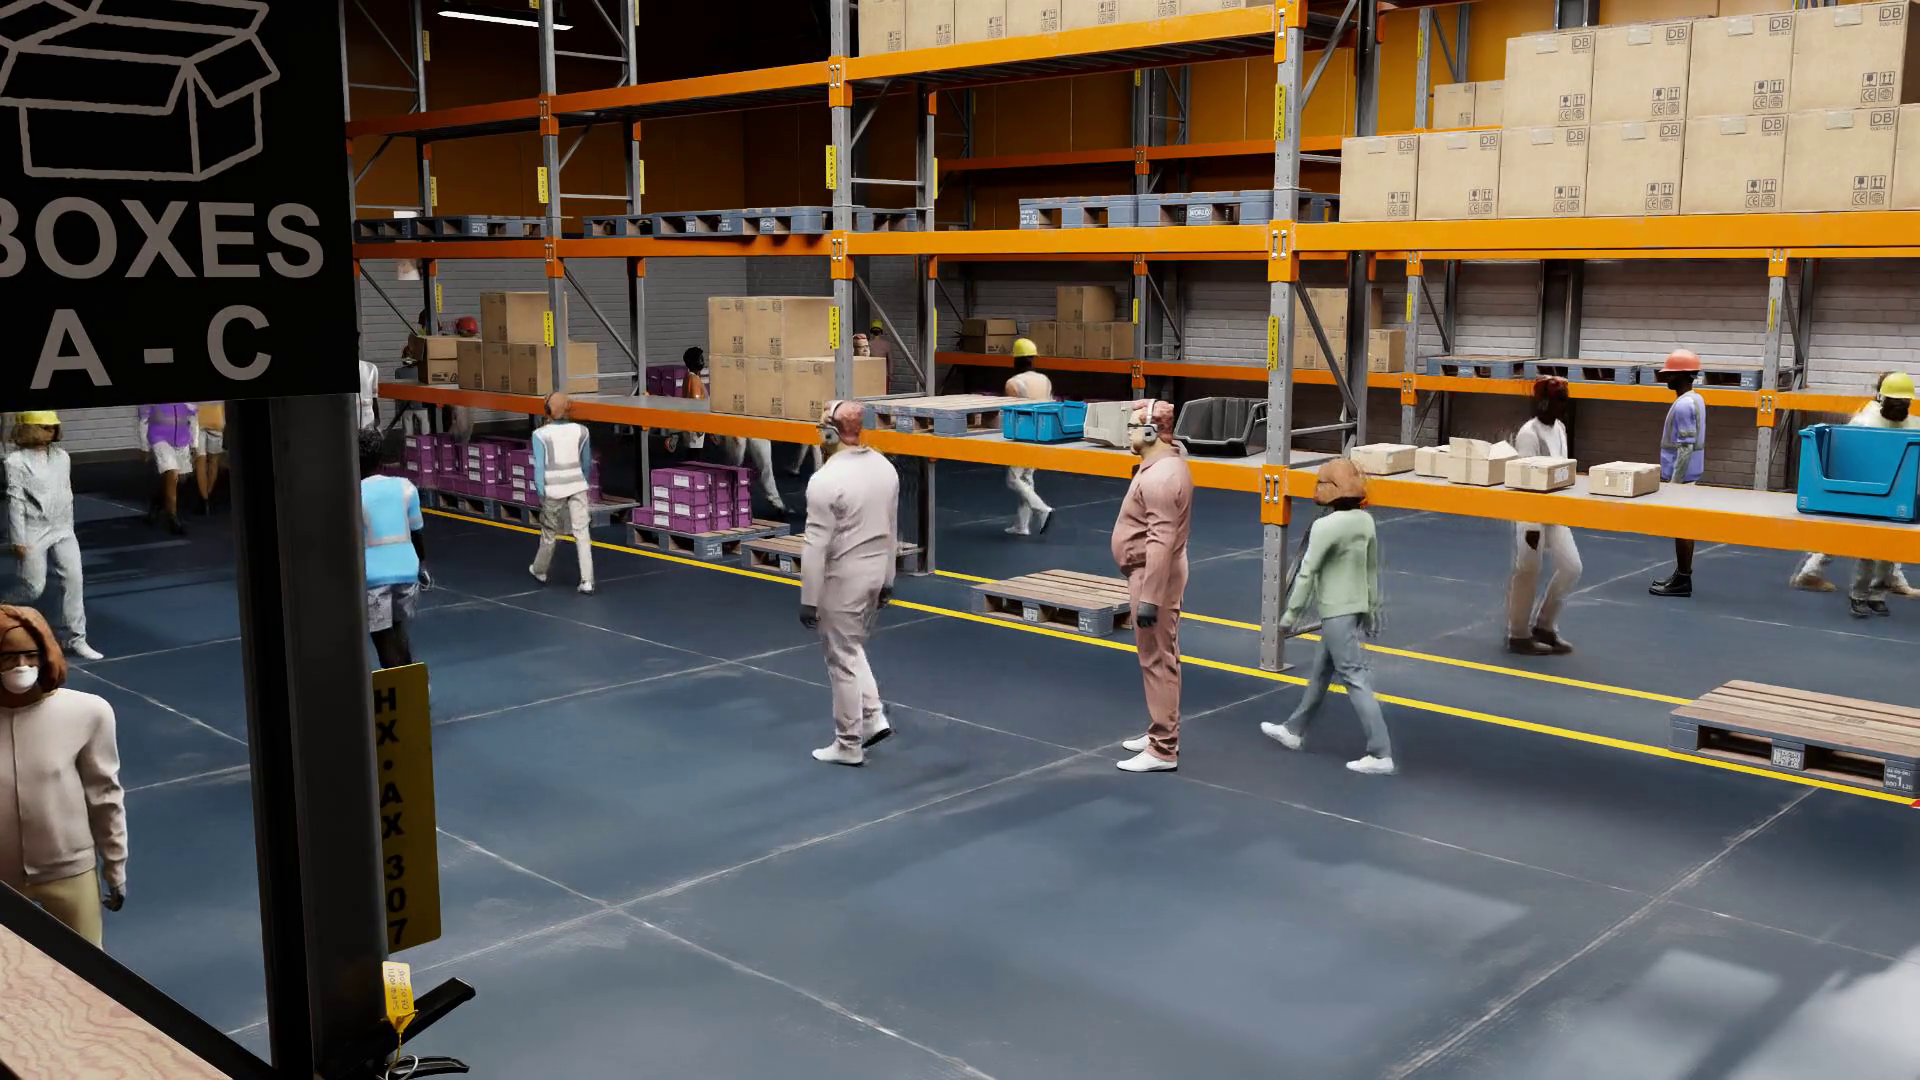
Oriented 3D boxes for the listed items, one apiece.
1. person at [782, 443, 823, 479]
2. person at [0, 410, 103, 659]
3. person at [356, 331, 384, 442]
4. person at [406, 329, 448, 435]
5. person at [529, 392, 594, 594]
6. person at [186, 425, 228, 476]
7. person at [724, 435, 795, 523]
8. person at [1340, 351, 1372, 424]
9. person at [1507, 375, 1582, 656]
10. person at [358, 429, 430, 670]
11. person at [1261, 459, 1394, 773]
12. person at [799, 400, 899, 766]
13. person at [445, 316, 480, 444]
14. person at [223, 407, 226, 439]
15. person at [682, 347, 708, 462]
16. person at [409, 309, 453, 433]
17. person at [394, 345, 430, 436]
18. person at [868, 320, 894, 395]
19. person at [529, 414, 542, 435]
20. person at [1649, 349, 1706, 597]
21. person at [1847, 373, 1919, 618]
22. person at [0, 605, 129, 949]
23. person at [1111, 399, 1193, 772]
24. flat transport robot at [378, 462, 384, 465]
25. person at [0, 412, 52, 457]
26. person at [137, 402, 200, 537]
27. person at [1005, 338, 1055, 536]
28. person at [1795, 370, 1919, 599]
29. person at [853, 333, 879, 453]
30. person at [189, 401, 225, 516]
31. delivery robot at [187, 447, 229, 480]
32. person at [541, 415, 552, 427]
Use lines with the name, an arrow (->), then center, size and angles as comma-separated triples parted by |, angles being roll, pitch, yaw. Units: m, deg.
person -> -1.945, -1.542, 20.272 | 0.807, 1.598, 0.545 | 6, 11, 32
person -> -6.041, -0.056, 10.863 | 0.716, 1.722, 0.489 | 3, 10, 18
person -> -6.206, -1.188, 17.021 | 0.361, 1.963, 0.614 | 9, 13, 44
person -> -6.803, -1.779, 21.147 | 0.423, 1.802, 0.596 | 5, 11, 30
person -> -3.171, -0.381, 13.224 | 0.516, 1.585, 0.915 | -7, 11, -35
person -> -9.287, -1.668, 20.461 | 0.522, 1.816, 0.915 | 8, 12, 39
person -> -2.083, -1.085, 16.627 | 0.646, 1.888, 0.997 | -9, 13, -43
person -> 4.336, -1.289, 18.260 | 0.311, 1.768, 0.532 | 3, 10, 18
person -> 3.874, -0.145, 10.919 | 0.544, 1.867, 0.621 | 9, 13, 43
person -> -3.260, 0.209, 9.302 | 0.494, 1.676, 0.556 | 7, 12, 38
person -> 1.917, 0.378, 8.569 | 0.846, 1.585, 0.517 | 8, 12, 41
person -> -0.603, 0.228, 8.545 | 0.432, 1.894, 0.670 | 6, 11, 31
person -> -6.345, -1.843, 21.046 | 0.574, 1.966, 0.647 | 2, 9, 11
person -> -7.650, -1.294, 17.899 | 0.624, 1.891, 0.658 | 6, 11, 32
person -> -2.947, -1.298, 18.523 | 0.318, 1.697, 0.535 | -3, 10, -18
person -> -7.027, -2.058, 22.128 | 0.688, 2.000, 0.536 | 0, 9, 1
person -> -6.703, -1.581, 20.451 | 0.507, 1.632, 0.273 | 1, 9, 5
person -> -1.302, -2.557, 26.033 | 0.533, 1.766, 0.312 | -1, 9, -9
person -> -6.462, -2.514, 25.466 | 0.328, 1.867, 0.509 | -6, 11, -32
person -> 5.614, -0.522, 13.029 | 0.374, 1.935, 0.552 | 5, 11, 29
person -> 6.770, -0.316, 12.145 | 0.615, 1.807, 0.557 | 0, 9, 1
person -> -2.660, 0.980, 4.779 | 0.499, 1.630, 0.292 | -5, 10, -27
person -> 0.974, 0.230, 8.516 | 0.403, 1.906, 0.652 | 2, 9, 12
flat transport robot -> -7.596, -0.782, 19.720 | 1.431, 0.197, 0.652 | -3, 10, -16
person -> -9.057, -0.938, 15.964 | 0.570, 1.803, 0.993 | -3, 10, -20
person -> -7.685, -0.989, 16.076 | 0.813, 1.885, 0.531 | 8, 12, 42
person -> 0.660, -0.956, 15.780 | 0.590, 1.909, 0.645 | -9, 13, -44
person -> 7.072, -0.440, 13.015 | 0.887, 1.795, 0.645 | 6, 11, 33
person -> -1.012, -1.121, 16.795 | 0.648, 1.908, 0.409 | -5, 10, -28
person -> -7.988, -1.211, 17.427 | 0.667, 1.884, 0.855 | -8, 12, -39
delivery robot -> -8.629, -0.902, 19.297 | 0.707, 0.478, 0.477 | -4, 10, -20
person -> -5.008, -1.686, 20.463 | 0.544, 1.832, 0.747 | -9, 13, -44
